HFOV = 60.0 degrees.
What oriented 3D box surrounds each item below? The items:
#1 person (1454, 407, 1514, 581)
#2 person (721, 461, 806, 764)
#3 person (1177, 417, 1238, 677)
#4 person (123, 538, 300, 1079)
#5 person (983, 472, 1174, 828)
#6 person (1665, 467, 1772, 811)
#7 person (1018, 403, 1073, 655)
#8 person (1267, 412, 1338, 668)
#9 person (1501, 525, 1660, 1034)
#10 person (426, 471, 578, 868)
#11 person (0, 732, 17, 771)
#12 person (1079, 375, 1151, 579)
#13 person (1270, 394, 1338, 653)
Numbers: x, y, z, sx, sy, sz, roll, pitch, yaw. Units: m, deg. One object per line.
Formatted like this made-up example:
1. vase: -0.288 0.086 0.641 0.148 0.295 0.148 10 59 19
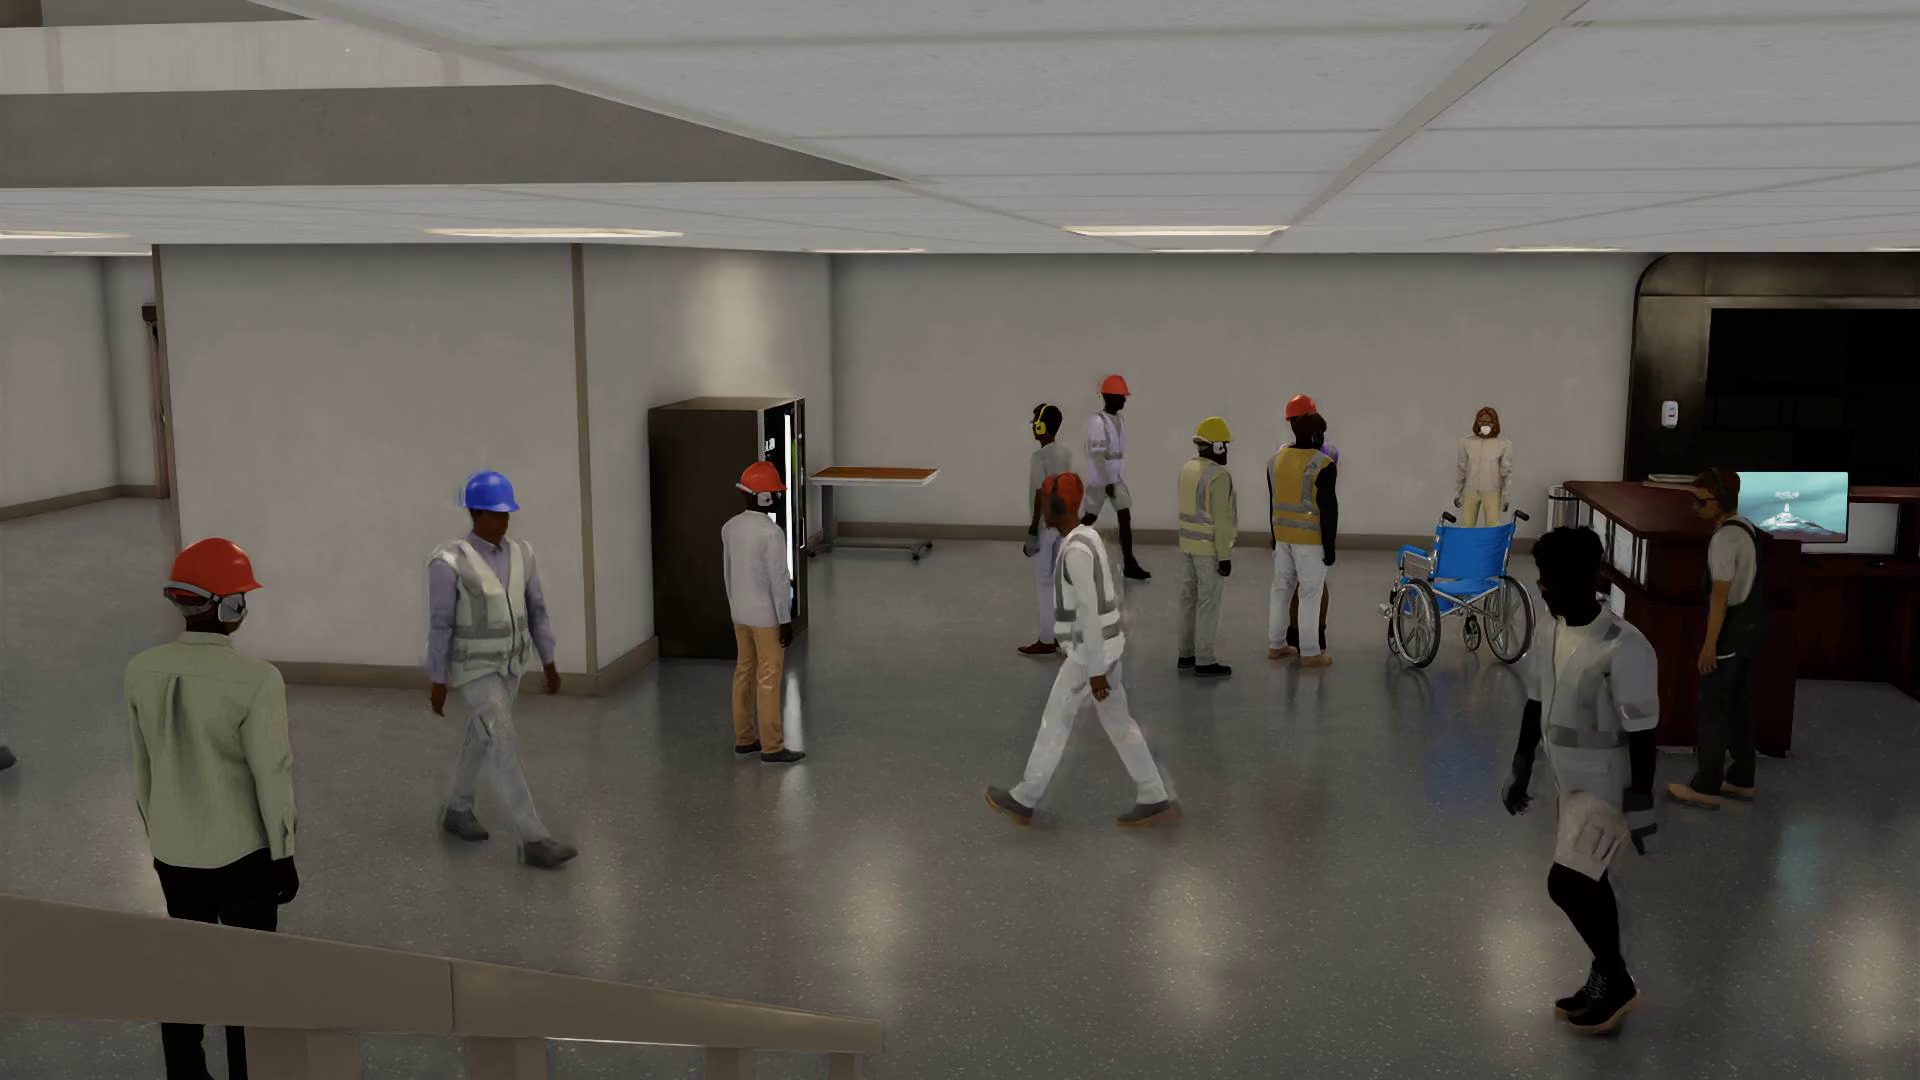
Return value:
1. person: 4.739 -0.395 15.071 0.505 1.628 0.286 5 11 30
2. person: -1.143 0.416 9.651 0.327 1.753 0.562 -8 12 -41
3. person: 1.749 0.046 11.738 0.404 1.826 0.592 -3 10 -20
4. person: -2.427 0.980 5.479 0.617 1.986 0.410 3 10 19
5. person: 0.628 0.575 8.441 1.010 1.821 0.617 2 9 12
6. person: 4.061 0.524 8.815 0.417 1.824 0.583 7 12 37
7. person: 0.638 -0.078 12.347 0.324 1.871 0.526 6 11 32
8. person: 2.486 -0.004 12.034 0.431 1.833 0.624 -6 11 -34
9. person: 2.329 0.893 6.187 0.552 1.926 0.655 -1 9 -7
10. person: -2.254 0.603 8.079 0.994 1.895 0.630 5 11 30
11. person: -5.534 0.423 9.104 0.713 1.916 0.601 5 10 27
12. person: 1.317 -0.595 15.478 0.960 1.902 0.548 8 12 40
13. person: 2.543 -0.120 12.427 0.547 1.928 0.385 -5 10 -27
